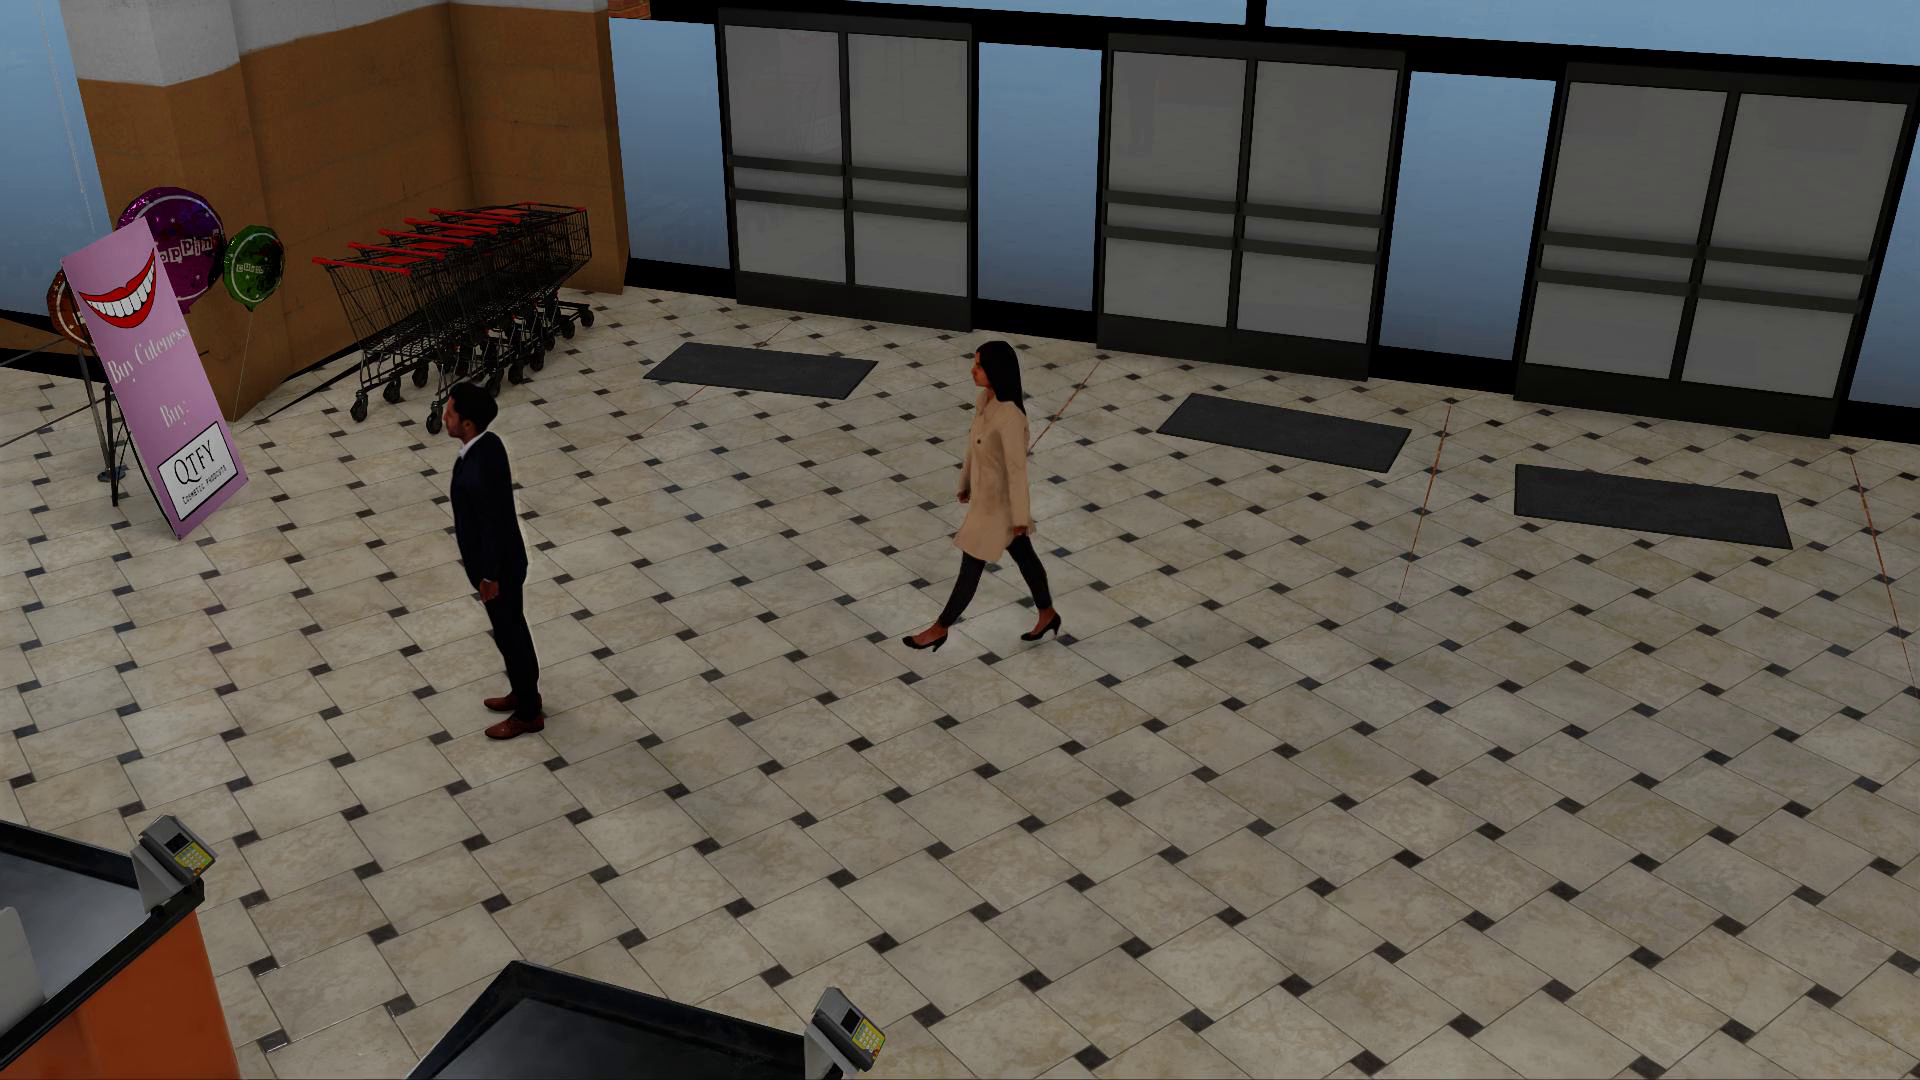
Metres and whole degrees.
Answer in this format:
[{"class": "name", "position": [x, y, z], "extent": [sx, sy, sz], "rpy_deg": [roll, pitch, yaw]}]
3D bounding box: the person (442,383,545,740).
[{"class": "person", "position": [-2.098, 0.099, 7.534], "extent": [0.768, 1.724, 0.658], "rpy_deg": [-7, 28, -13]}]

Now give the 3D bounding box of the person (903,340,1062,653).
[{"class": "person", "position": [0.286, -0.173, 8.164], "extent": [1.089, 1.640, 1.129], "rpy_deg": [-6, 27, -11]}]
